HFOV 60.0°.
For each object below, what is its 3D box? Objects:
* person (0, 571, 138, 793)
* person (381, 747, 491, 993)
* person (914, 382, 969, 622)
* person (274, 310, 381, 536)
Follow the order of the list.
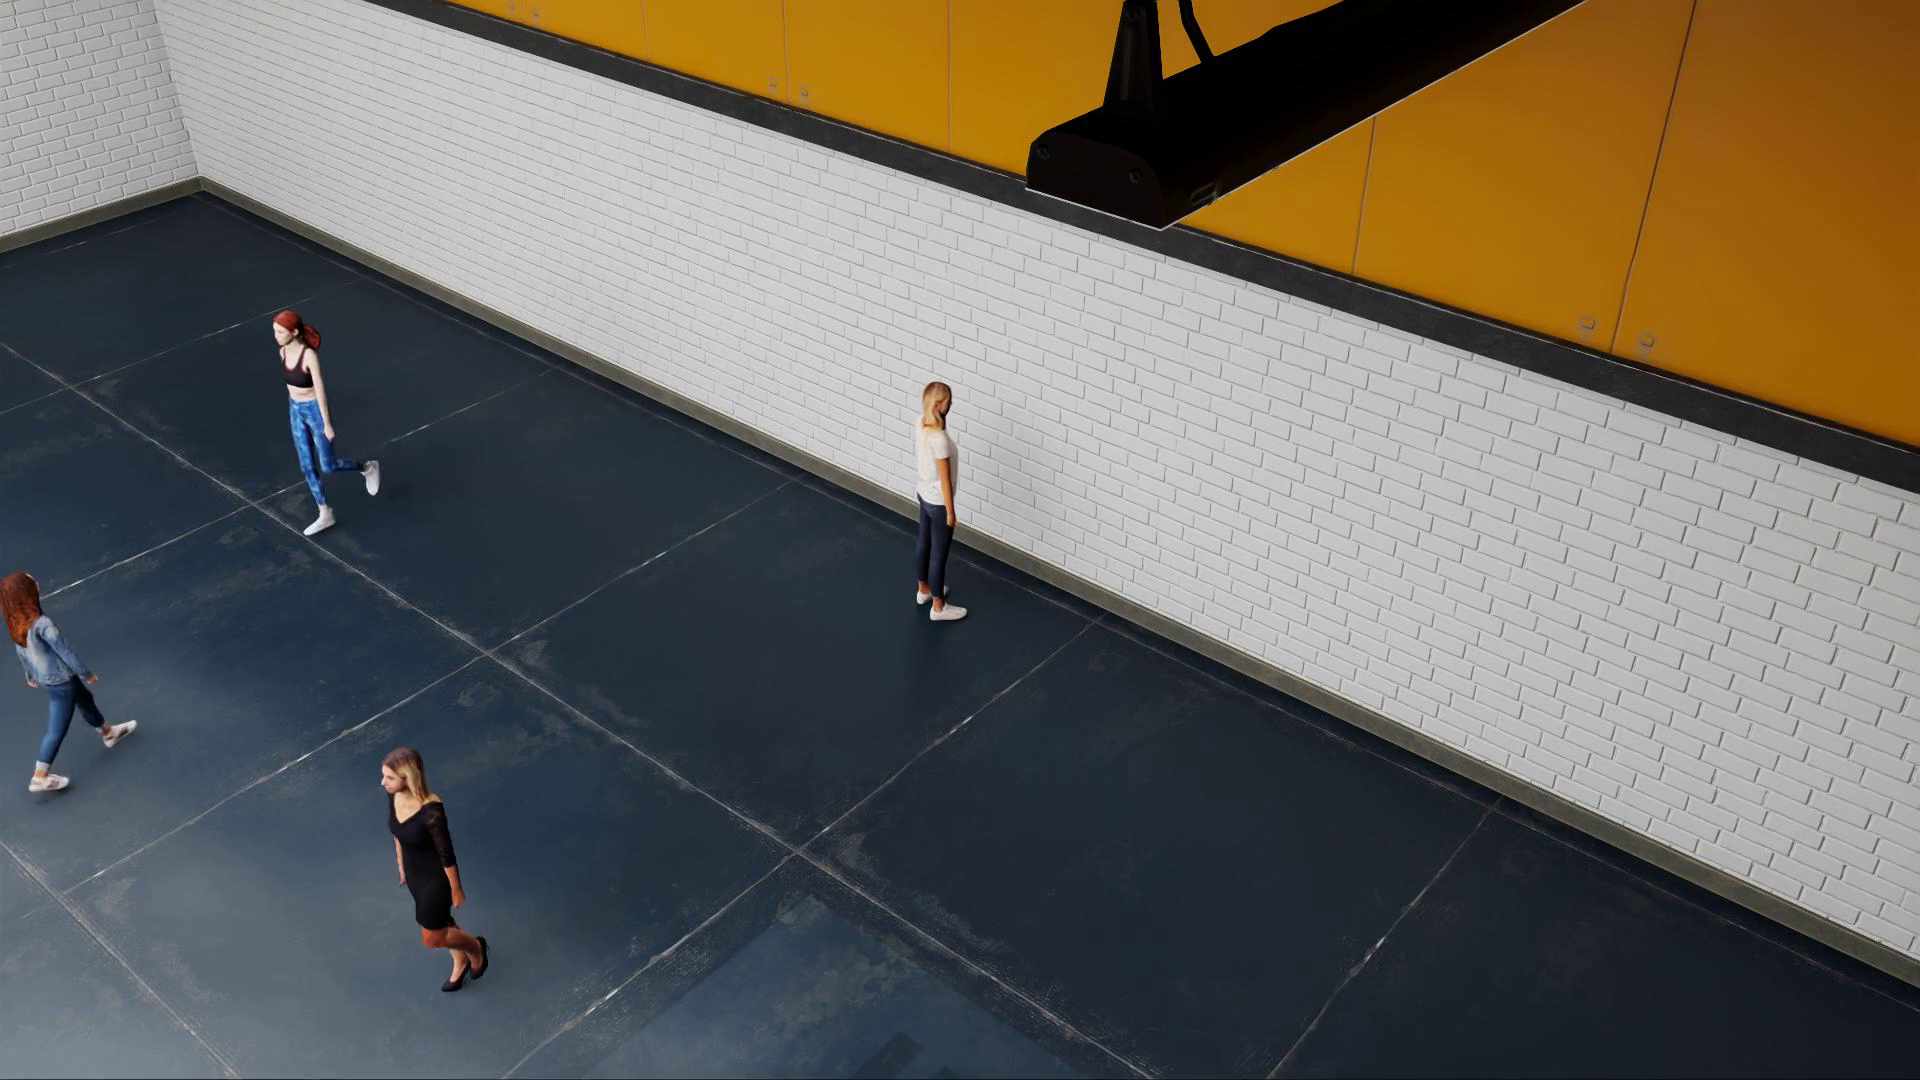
[{"bbox_3d":[-5.521,0.870,10.034,0.620,1.451,1.010,21,39,28],"label":"person"},{"bbox_3d":[-2.662,1.698,8.596,0.565,1.665,0.586,24,41,32],"label":"person"},{"bbox_3d":[-0.175,-0.272,11.431,0.656,1.807,0.673,-13,36,-19],"label":"person"},{"bbox_3d":[-4.765,-0.905,12.428,0.654,1.767,0.994,19,38,27],"label":"person"}]
